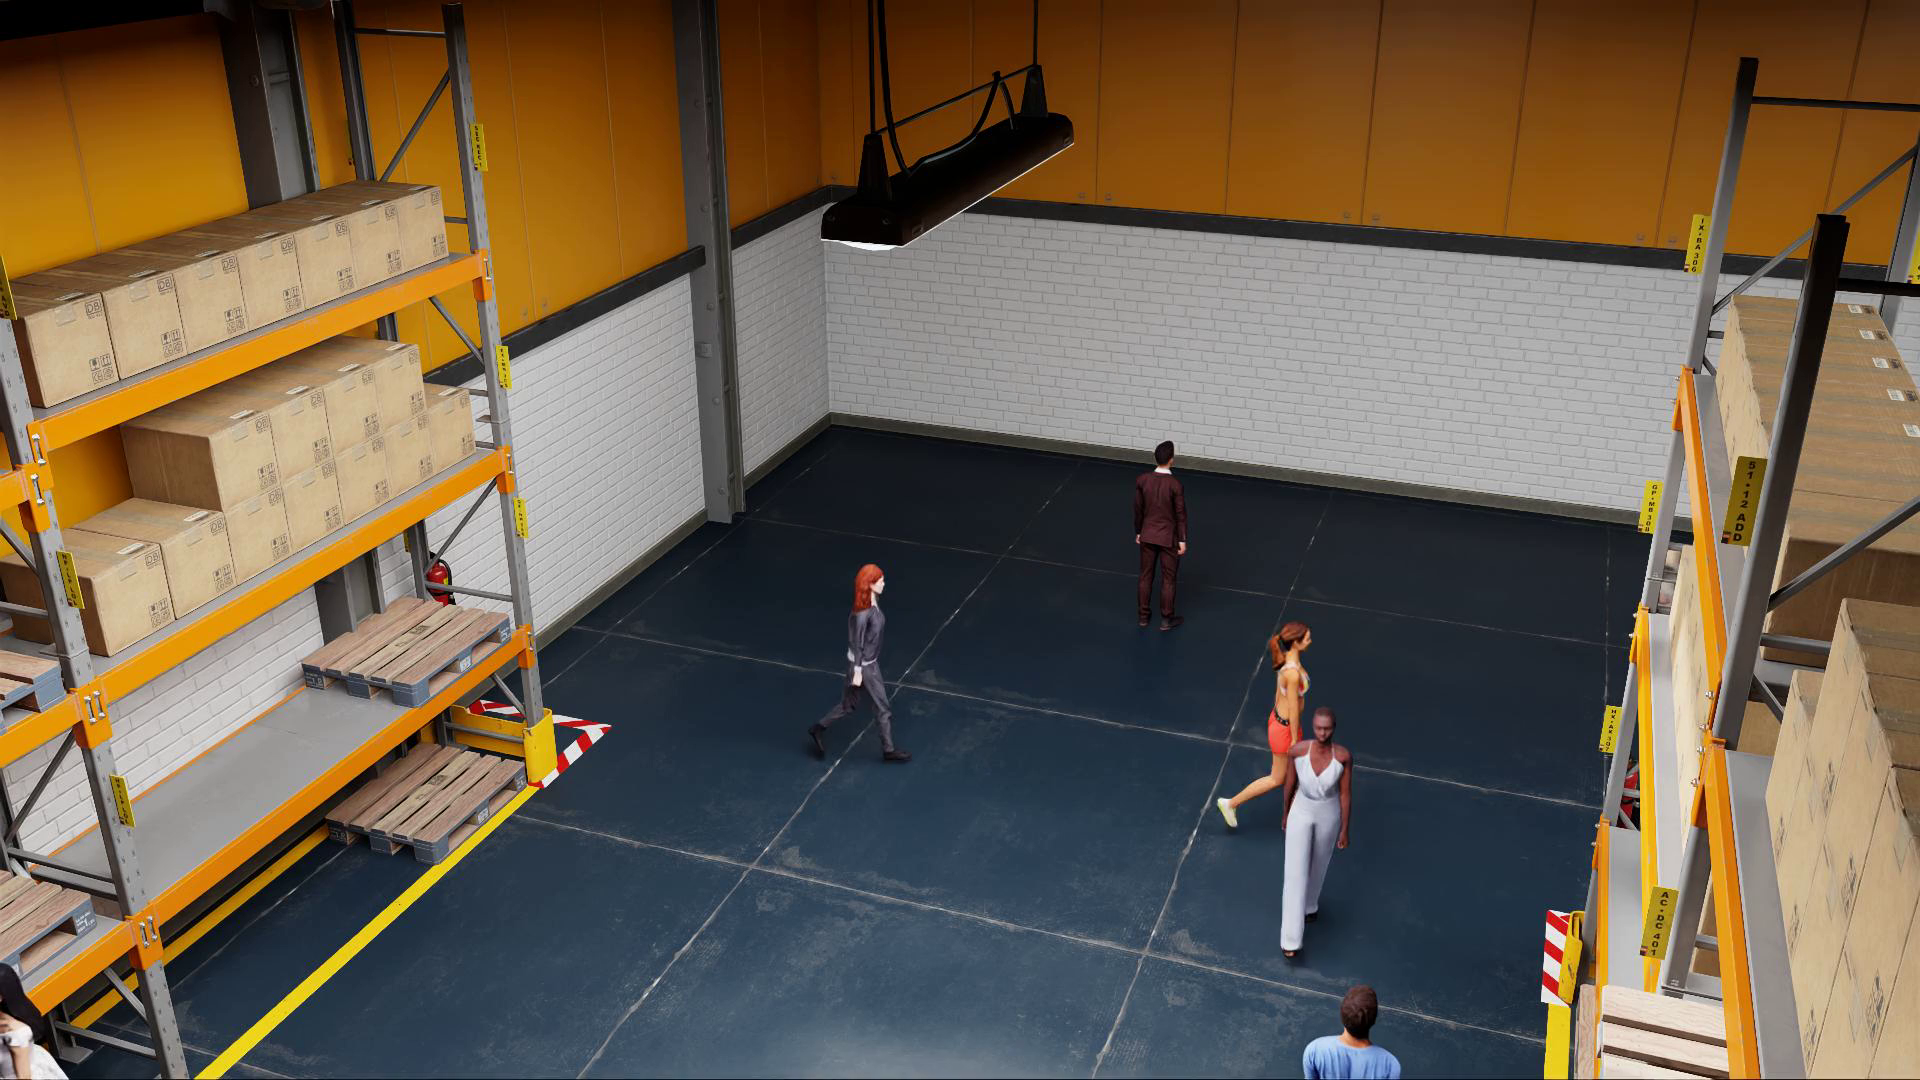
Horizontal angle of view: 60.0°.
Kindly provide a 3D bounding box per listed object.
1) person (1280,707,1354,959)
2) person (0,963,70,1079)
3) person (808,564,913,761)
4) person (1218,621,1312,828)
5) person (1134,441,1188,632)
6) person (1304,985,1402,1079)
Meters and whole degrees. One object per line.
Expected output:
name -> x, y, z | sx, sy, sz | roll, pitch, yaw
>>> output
person -> 2.429, 1.898, 11.387 | 0.718, 1.755, 1.017 | 4, 24, 9
person -> -4.936, 2.990, 8.871 | 0.821, 1.769, 0.783 | -15, 28, -31
person -> -0.861, 1.026, 13.404 | 0.827, 1.737, 1.093 | 4, 24, 8
person -> 2.347, 1.440, 12.422 | 0.828, 1.765, 1.032 | 1, 24, 2
person -> 1.892, -0.042, 15.688 | 0.719, 1.866, 0.650 | 13, 27, 27
person -> 1.977, 3.082, 8.541 | 0.653, 1.864, 0.571 | 7, 25, 15
